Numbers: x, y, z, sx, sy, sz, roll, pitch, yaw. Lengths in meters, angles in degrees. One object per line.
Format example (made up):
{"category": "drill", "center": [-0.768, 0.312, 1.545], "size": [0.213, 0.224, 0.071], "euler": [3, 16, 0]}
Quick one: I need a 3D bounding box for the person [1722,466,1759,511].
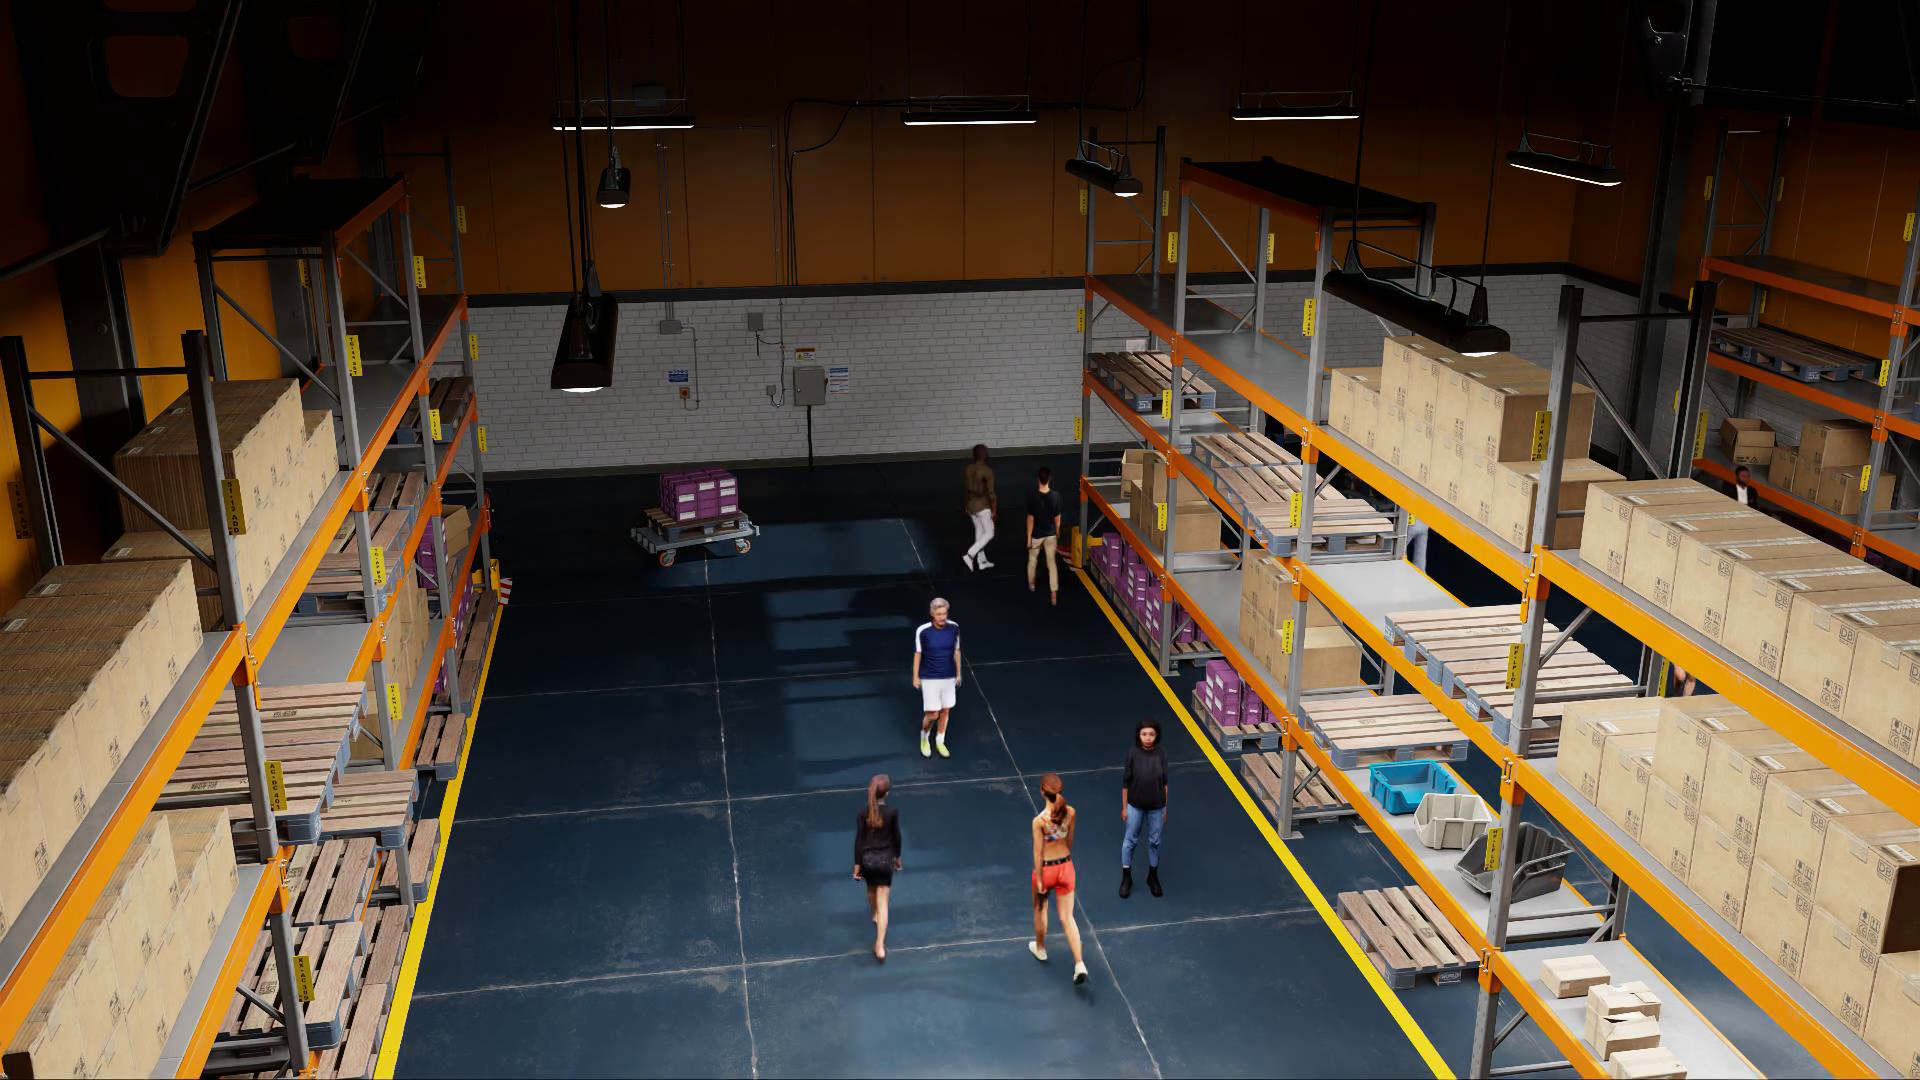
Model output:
{"category": "person", "center": [10.194, -0.115, 21.997], "size": [0.662, 1.774, 1.083], "euler": [-3, 19, -9]}

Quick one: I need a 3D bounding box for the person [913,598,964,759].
{"category": "person", "center": [-0.269, 1.402, 17.423], "size": [0.724, 1.818, 0.718], "euler": [-10, 21, -26]}

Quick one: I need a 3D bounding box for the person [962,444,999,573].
{"category": "person", "center": [0.238, -0.410, 22.813], "size": [1.037, 1.812, 1.004], "euler": [-16, 25, -40]}

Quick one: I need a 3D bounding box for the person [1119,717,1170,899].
{"category": "person", "center": [1.647, 2.359, 14.765], "size": [0.606, 1.701, 0.581], "euler": [0, 19, -1]}

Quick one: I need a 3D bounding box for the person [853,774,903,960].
{"category": "person", "center": [-0.698, 2.743, 13.903], "size": [0.703, 1.522, 1.079], "euler": [-1, 19, -2]}

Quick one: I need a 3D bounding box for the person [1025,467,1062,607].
{"category": "person", "center": [1.125, -0.006, 21.617], "size": [0.635, 1.810, 1.192], "euler": [-3, 19, -10]}

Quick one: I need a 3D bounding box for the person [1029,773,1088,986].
{"category": "person", "center": [0.816, 2.756, 13.486], "size": [0.710, 1.765, 1.137], "euler": [-7, 20, -21]}
